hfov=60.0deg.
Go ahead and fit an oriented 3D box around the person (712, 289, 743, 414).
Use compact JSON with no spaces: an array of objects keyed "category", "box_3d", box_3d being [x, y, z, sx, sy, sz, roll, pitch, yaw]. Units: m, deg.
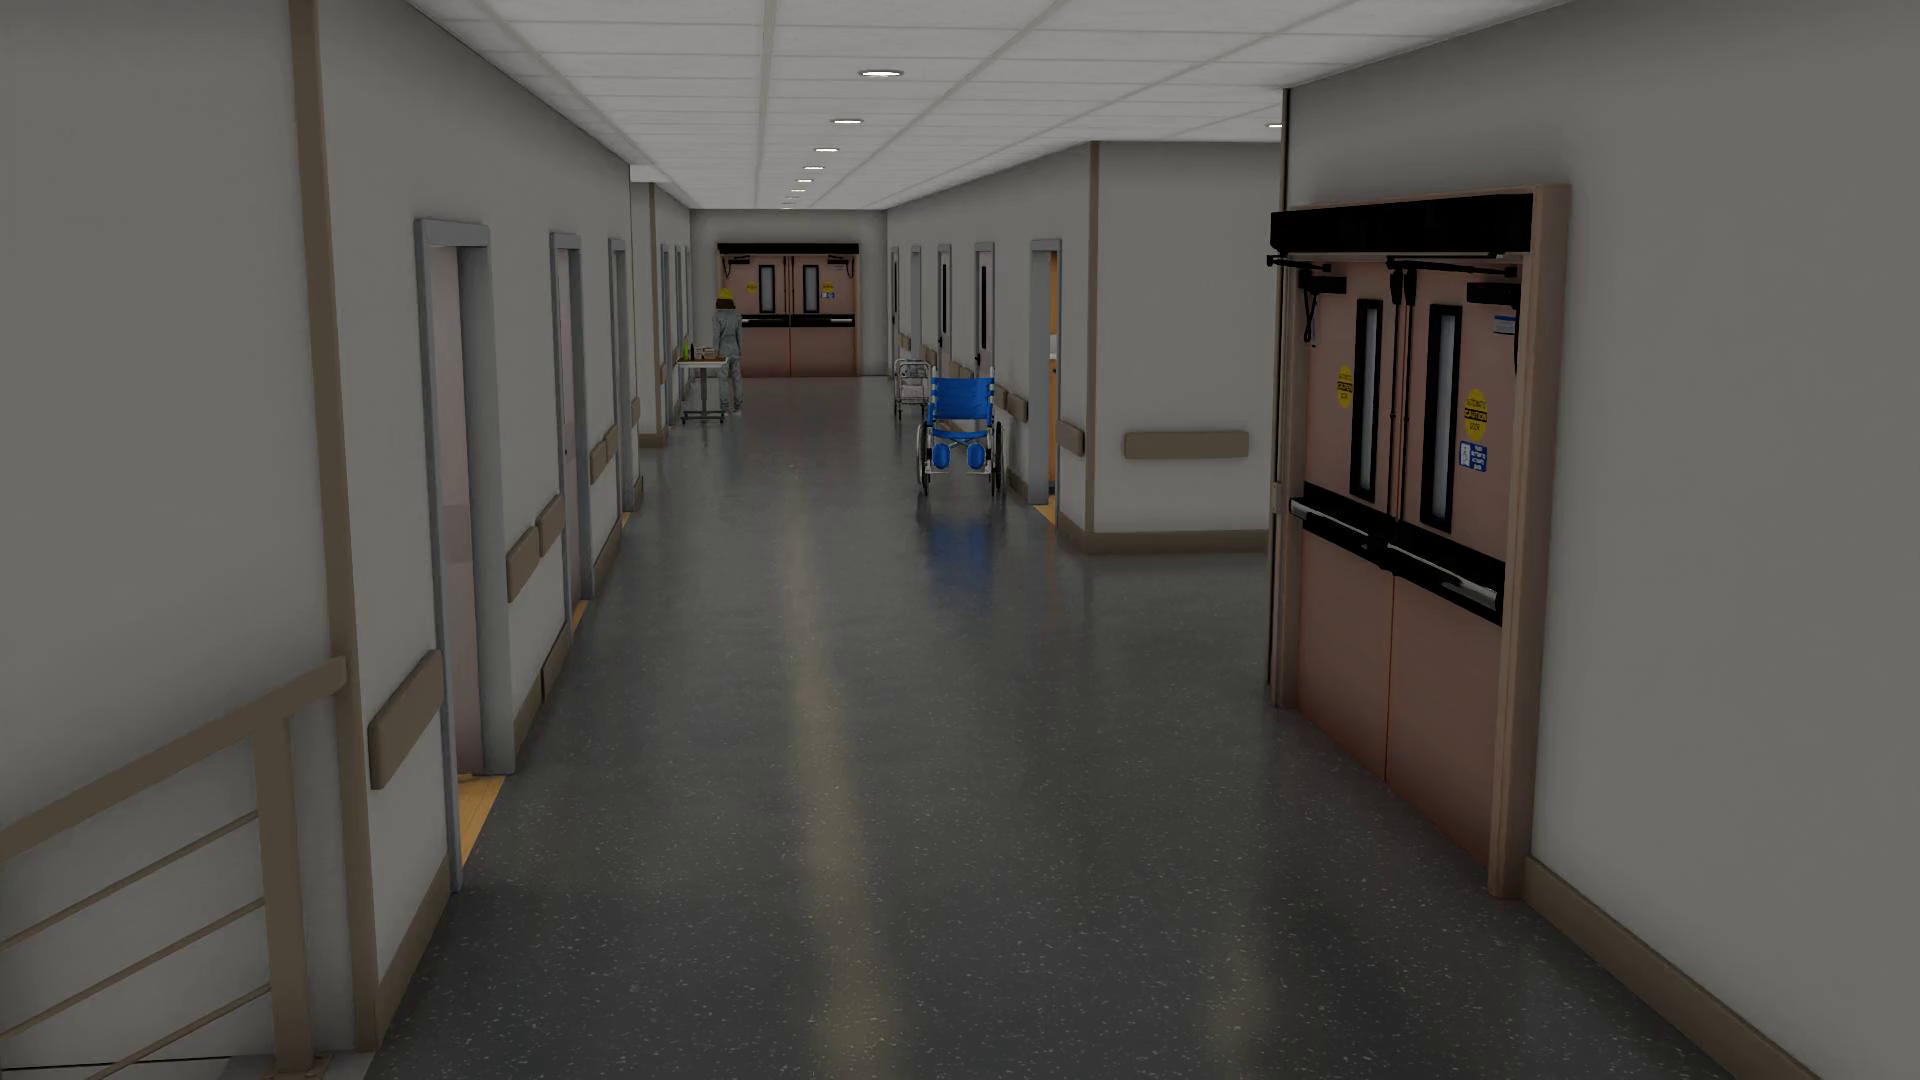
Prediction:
[{"category":"person","box_3d":[-3.254,-2.620,23.154,0.493,1.743,0.296,-9,13,-43]}]
